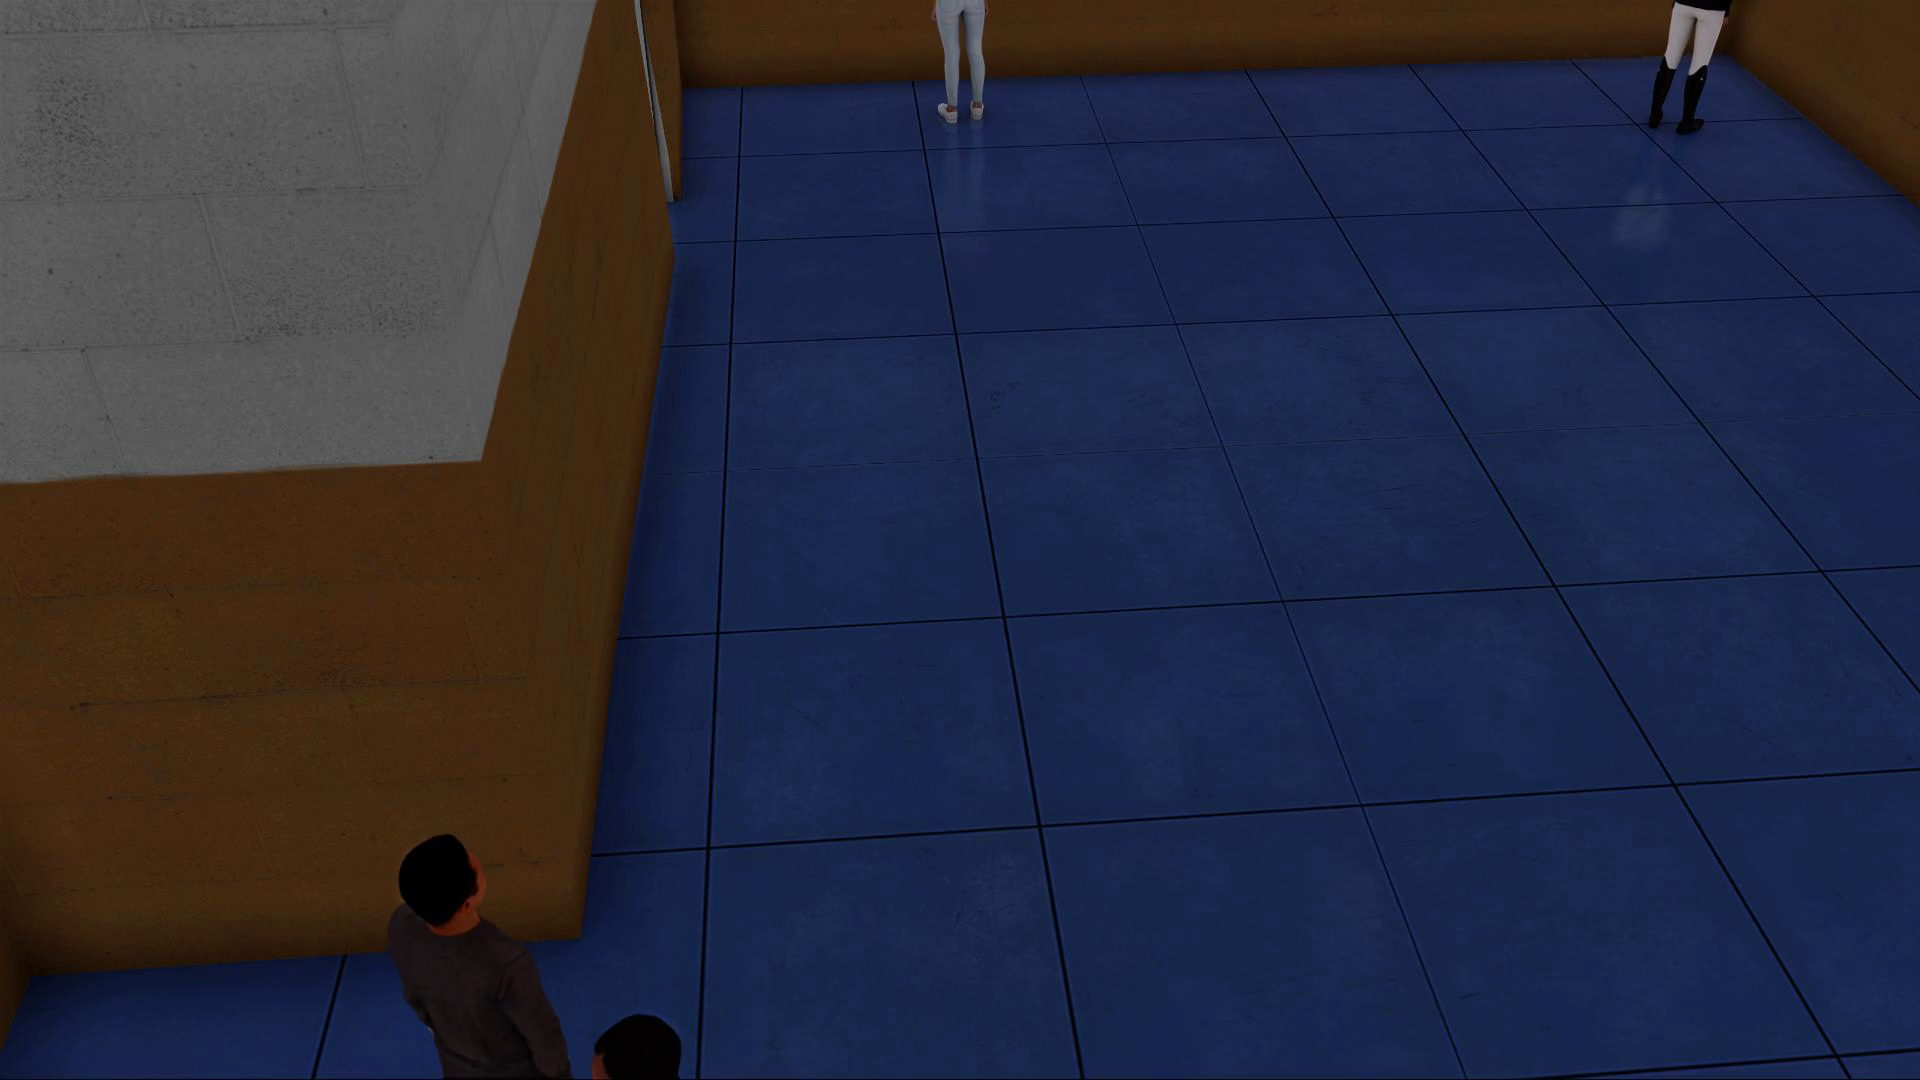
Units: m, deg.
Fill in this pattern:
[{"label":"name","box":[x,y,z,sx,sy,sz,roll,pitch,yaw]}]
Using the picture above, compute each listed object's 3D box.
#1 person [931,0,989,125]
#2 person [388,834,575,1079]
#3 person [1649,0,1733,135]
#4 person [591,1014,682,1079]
[{"label":"person","box":[0.004,-3.884,11.993,0.519,1.751,0.657,-7,38,-10]},{"label":"person","box":[-1.357,1.500,4.806,0.646,1.767,0.782,-12,38,-15]},{"label":"person","box":[5.260,-3.764,11.837,0.666,1.729,0.725,27,45,31]},{"label":"person","box":[-0.777,1.840,4.373,0.667,1.743,0.716,29,46,33]}]
